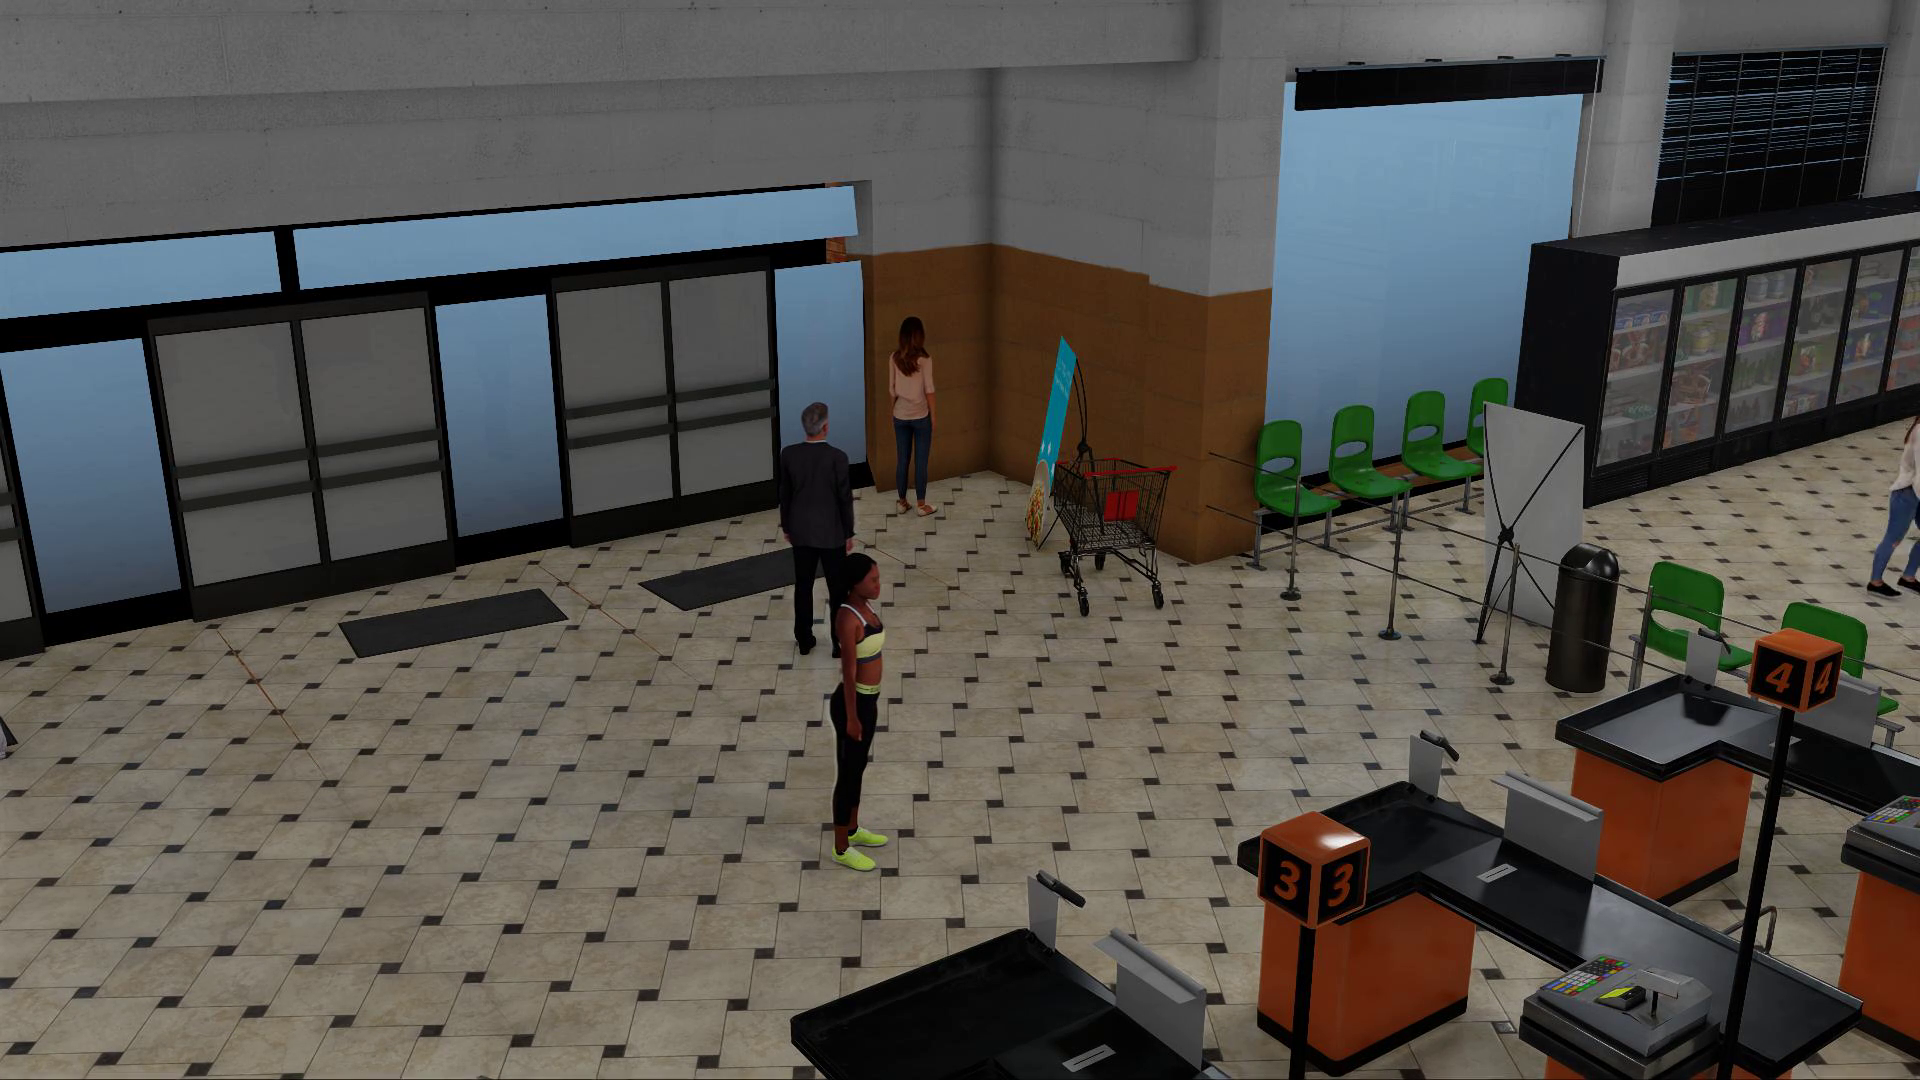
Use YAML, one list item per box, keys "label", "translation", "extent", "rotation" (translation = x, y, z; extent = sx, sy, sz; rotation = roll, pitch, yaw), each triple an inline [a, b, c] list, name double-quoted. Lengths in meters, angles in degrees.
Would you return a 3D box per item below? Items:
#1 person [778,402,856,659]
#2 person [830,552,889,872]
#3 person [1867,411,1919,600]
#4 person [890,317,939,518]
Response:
- label: "person"
  translation: [-0.992, -0.074, 11.678]
  extent: [0.769, 1.842, 0.865]
  rotation: [6, 19, 17]
- label: "person"
  translation: [-0.566, 0.898, 8.933]
  extent: [0.689, 1.753, 0.638]
  rotation: [4, 19, 11]
- label: "person"
  translation: [7.232, -0.360, 12.786]
  extent: [0.664, 1.677, 0.674]
  rotation: [-14, 23, -36]
- label: "person"
  translation: [-0.426, -1.099, 14.794]
  extent: [0.618, 1.792, 0.727]
  rotation: [9, 20, 24]
